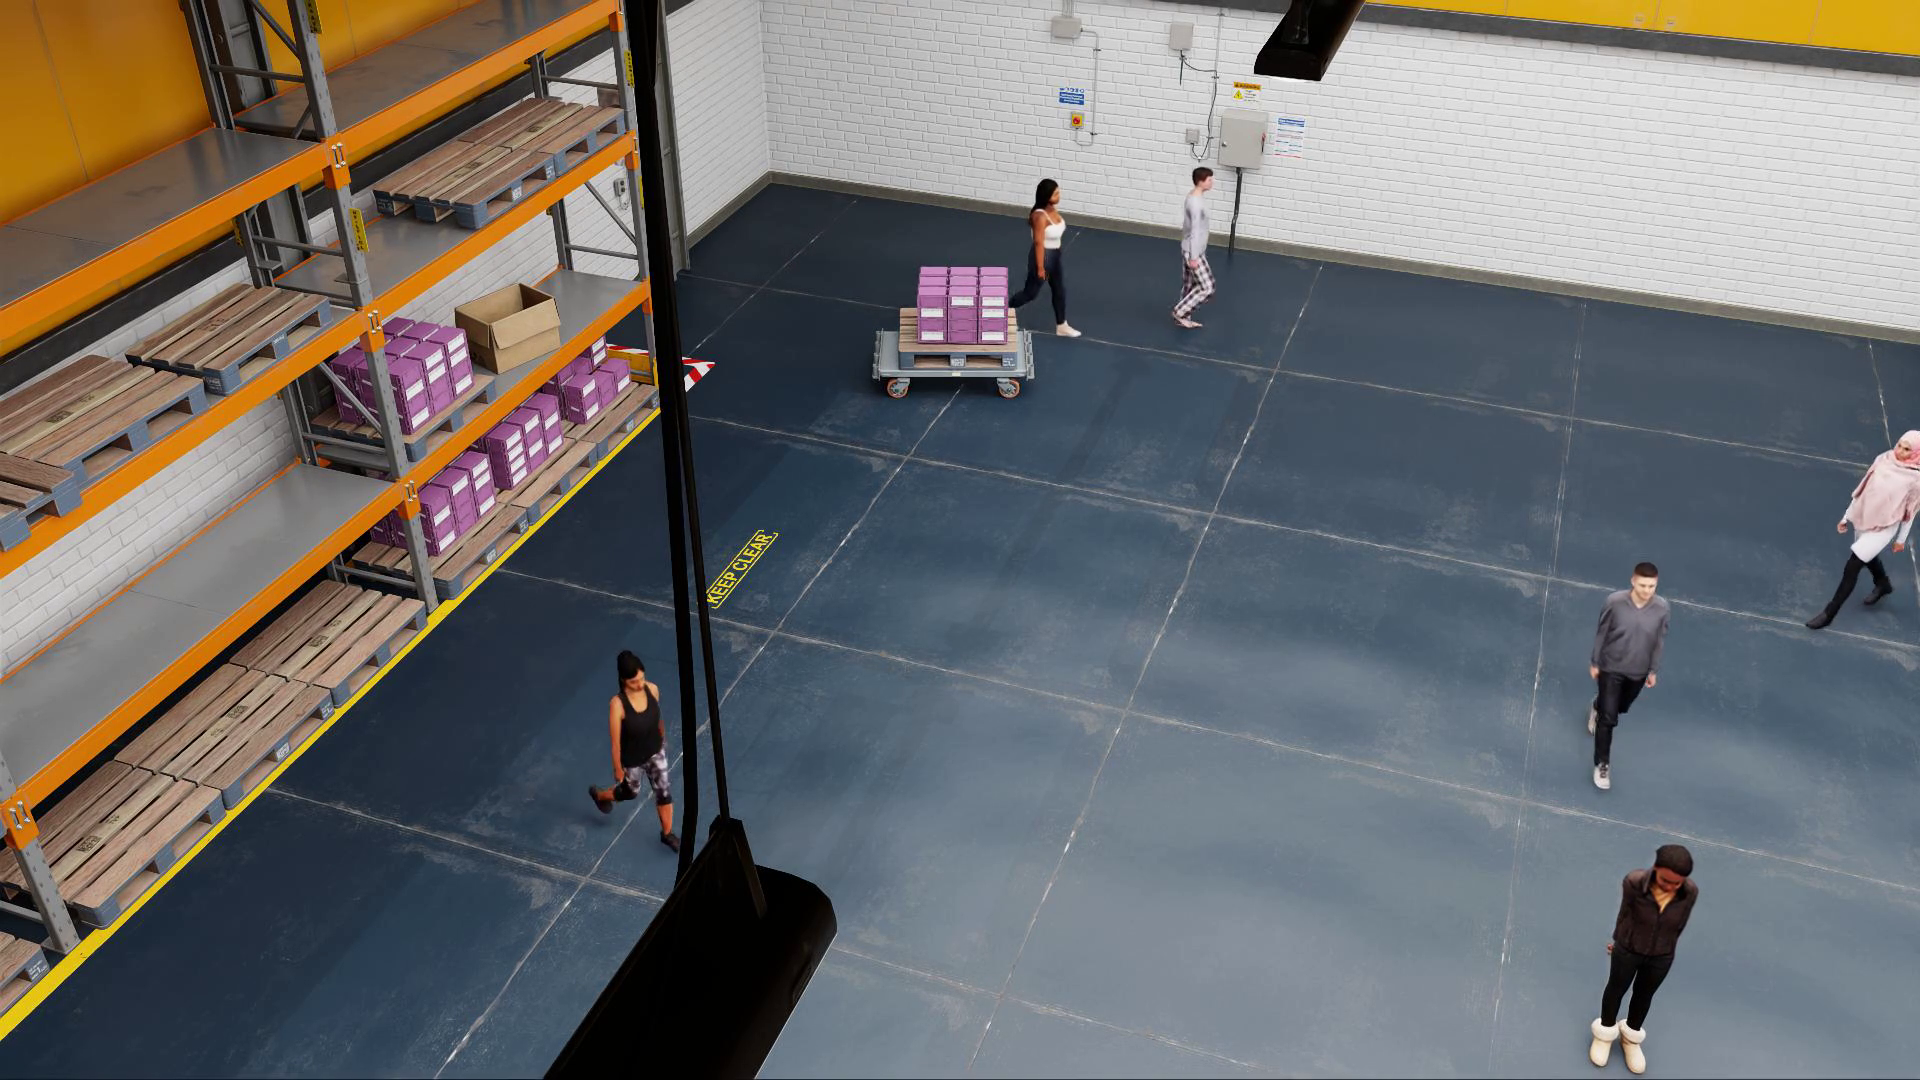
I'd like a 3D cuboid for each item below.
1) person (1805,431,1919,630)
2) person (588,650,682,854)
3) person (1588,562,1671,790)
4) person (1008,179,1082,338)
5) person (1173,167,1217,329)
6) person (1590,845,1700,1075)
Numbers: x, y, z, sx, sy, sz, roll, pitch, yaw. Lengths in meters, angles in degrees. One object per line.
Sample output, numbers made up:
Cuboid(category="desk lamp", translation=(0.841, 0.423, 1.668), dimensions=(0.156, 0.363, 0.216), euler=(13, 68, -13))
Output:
Cuboid(category="person", translation=(7.446, -0.107, 13.432), dimensions=(1.182, 1.764, 1.181), euler=(-12, 35, -17))
Cuboid(category="person", translation=(-2.246, 1.402, 11.272), dimensions=(0.891, 1.641, 1.043), euler=(21, 39, 29))
Cuboid(category="person", translation=(4.773, 0.874, 11.983), dimensions=(0.793, 1.733, 1.153), euler=(4, 34, 6))
Cuboid(category="person", translation=(0.801, -2.987, 17.756), dimensions=(0.729, 1.773, 1.113), euler=(13, 36, 19))
Cuboid(category="person", translation=(2.440, -3.129, 17.909), dimensions=(0.778, 1.840, 0.683), euler=(4, 34, 6))
Cuboid(category="person", translation=(4.015, 2.389, 9.769), dimensions=(0.655, 1.660, 0.606), euler=(11, 35, 16))
